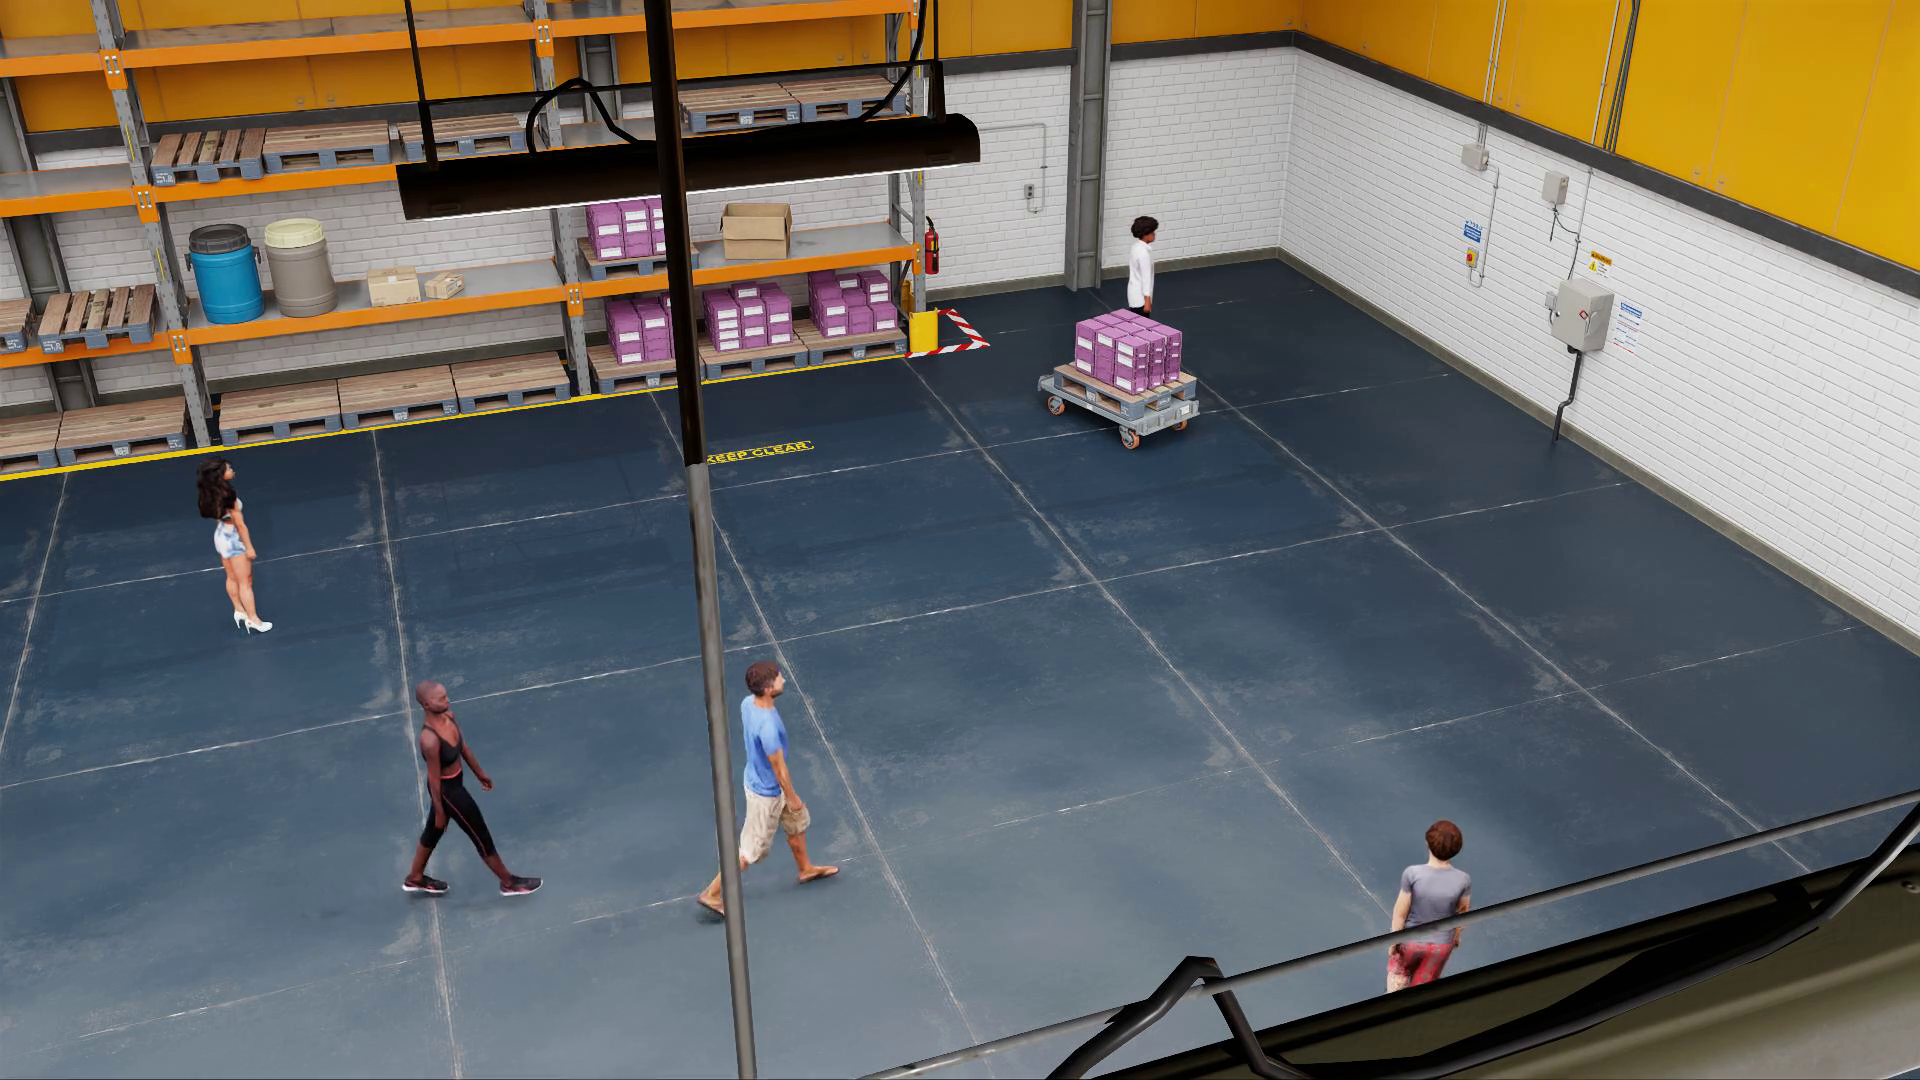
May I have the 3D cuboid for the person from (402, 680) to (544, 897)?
[{"bbox_3d":[-3.448,1.664,10.916,1.230,1.716,0.810,-2,29,-4],"label":"person"}]

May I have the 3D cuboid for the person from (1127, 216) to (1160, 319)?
[{"bbox_3d":[2.070,-2.836,19.069,0.612,1.808,0.679,-4,29,-6],"label":"person"}]

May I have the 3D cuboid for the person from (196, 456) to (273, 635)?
[{"bbox_3d":[-6.114,0.039,13.988,0.655,1.627,0.684,24,36,36],"label":"person"}]

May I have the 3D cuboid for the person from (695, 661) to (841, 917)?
[{"bbox_3d":[-1.343,1.642,10.828,1.236,1.839,0.657,-8,30,-15],"label":"person"}]

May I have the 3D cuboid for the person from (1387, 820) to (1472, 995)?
[{"bbox_3d":[2.702,2.398,9.655,0.707,1.635,0.772,7,29,13],"label":"person"}]
